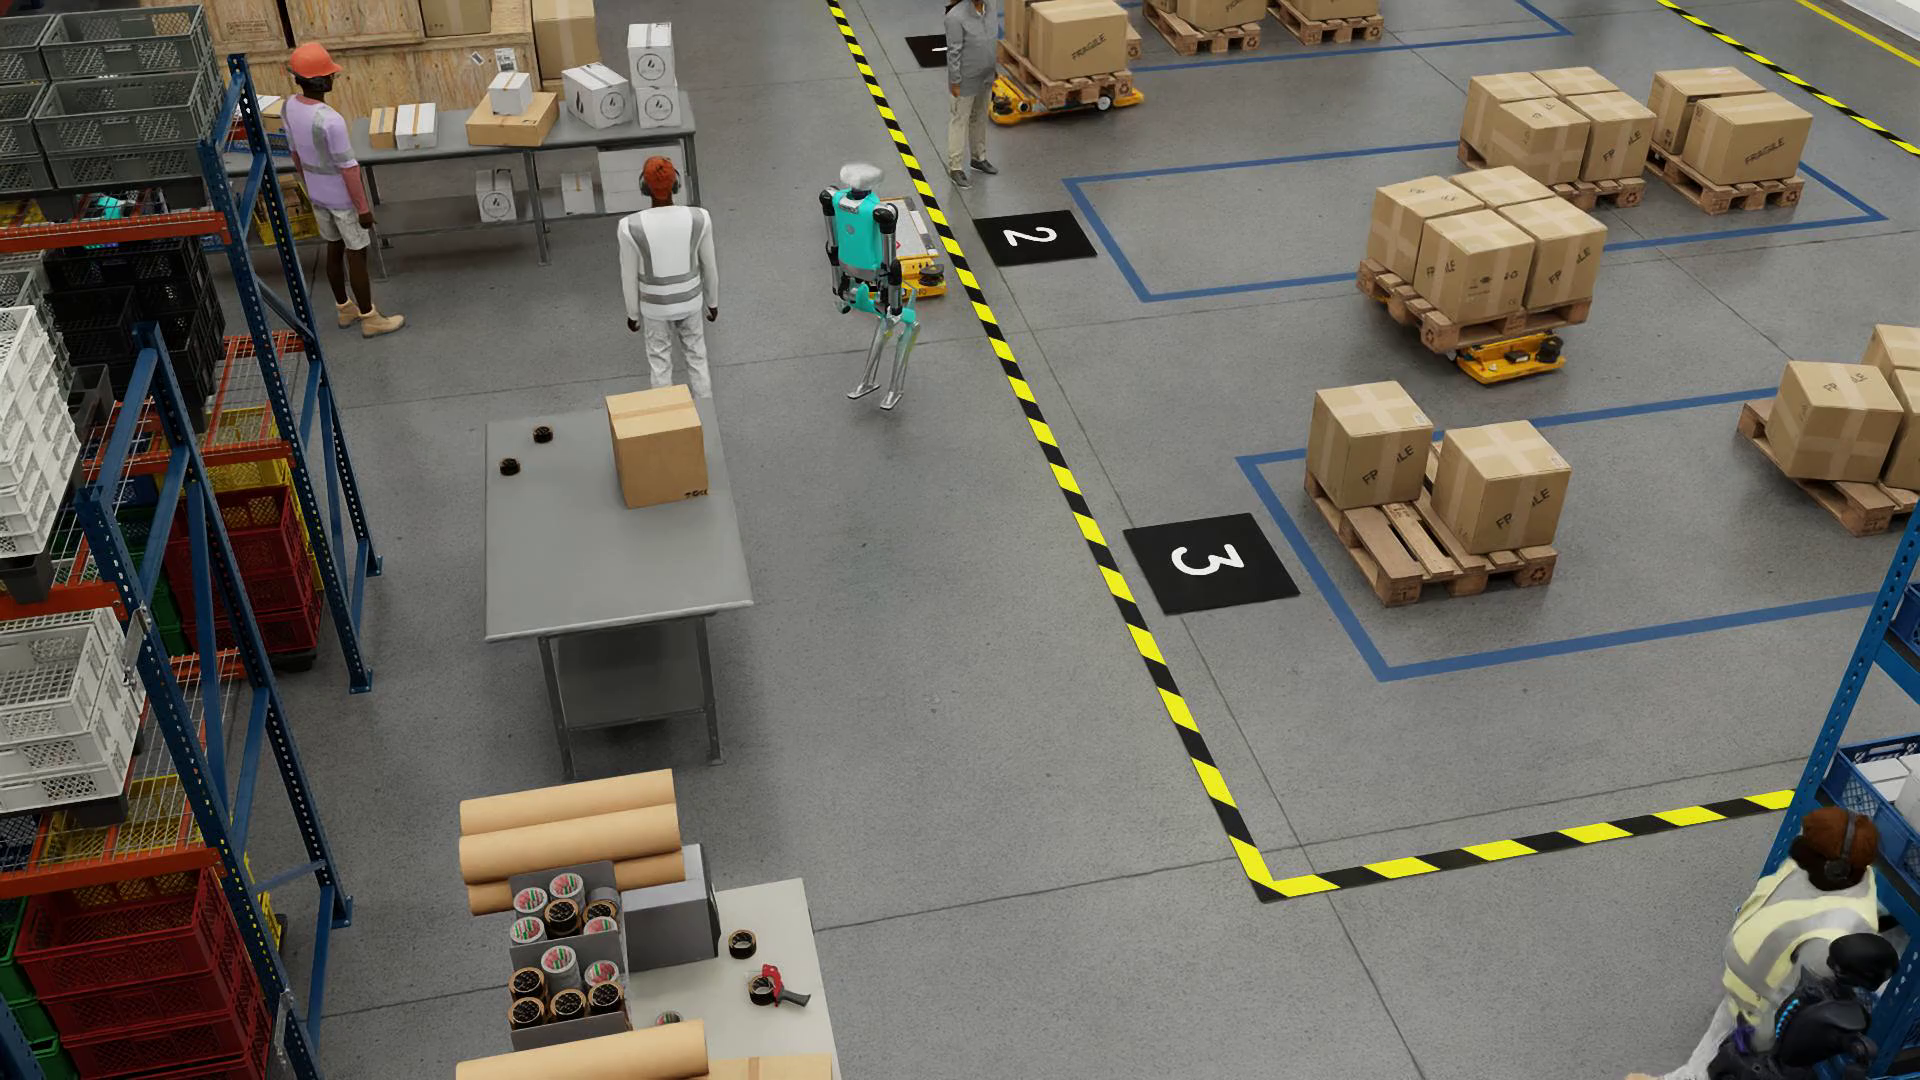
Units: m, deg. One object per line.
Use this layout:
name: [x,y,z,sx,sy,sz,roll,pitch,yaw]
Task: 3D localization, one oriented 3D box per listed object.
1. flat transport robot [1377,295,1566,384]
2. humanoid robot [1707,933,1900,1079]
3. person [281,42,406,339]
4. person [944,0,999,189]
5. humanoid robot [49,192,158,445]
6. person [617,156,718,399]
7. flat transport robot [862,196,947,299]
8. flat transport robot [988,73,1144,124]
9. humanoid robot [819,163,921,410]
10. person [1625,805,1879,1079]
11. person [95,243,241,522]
flat transport robot: [3.536,-1.568,11.638,0.652,0.197,1.431,-12,38,-16]
humanoid robot: [2.799,1.918,5.798,0.419,1.634,0.601,-5,37,-6]
person: [-4.186,-2.346,11.222,0.610,2.041,0.391,25,43,29]
person: [0.092,-3.729,13.307,0.395,1.767,0.574,27,44,31]
humanoid robot: [-5.077,-1.310,9.998,0.530,1.694,0.737,-5,37,-6]
person: [-1.747,-1.427,10.129,0.580,1.879,0.350,-13,39,-17]
flat transport robot: [-0.570,-2.220,12.538,0.659,0.231,1.431,-8,37,-10]
flat transport robot: [0.878,-4.051,14.975,1.431,0.197,0.652,-12,38,-16]
humanoid robot: [-0.473,-1.636,10.409,0.533,1.677,0.735,22,42,26]
person: [2.970,1.652,6.023,0.646,1.841,0.667,13,39,17]
person: [-4.351,-0.812,9.239,0.385,1.948,0.602,-22,42,-26]
